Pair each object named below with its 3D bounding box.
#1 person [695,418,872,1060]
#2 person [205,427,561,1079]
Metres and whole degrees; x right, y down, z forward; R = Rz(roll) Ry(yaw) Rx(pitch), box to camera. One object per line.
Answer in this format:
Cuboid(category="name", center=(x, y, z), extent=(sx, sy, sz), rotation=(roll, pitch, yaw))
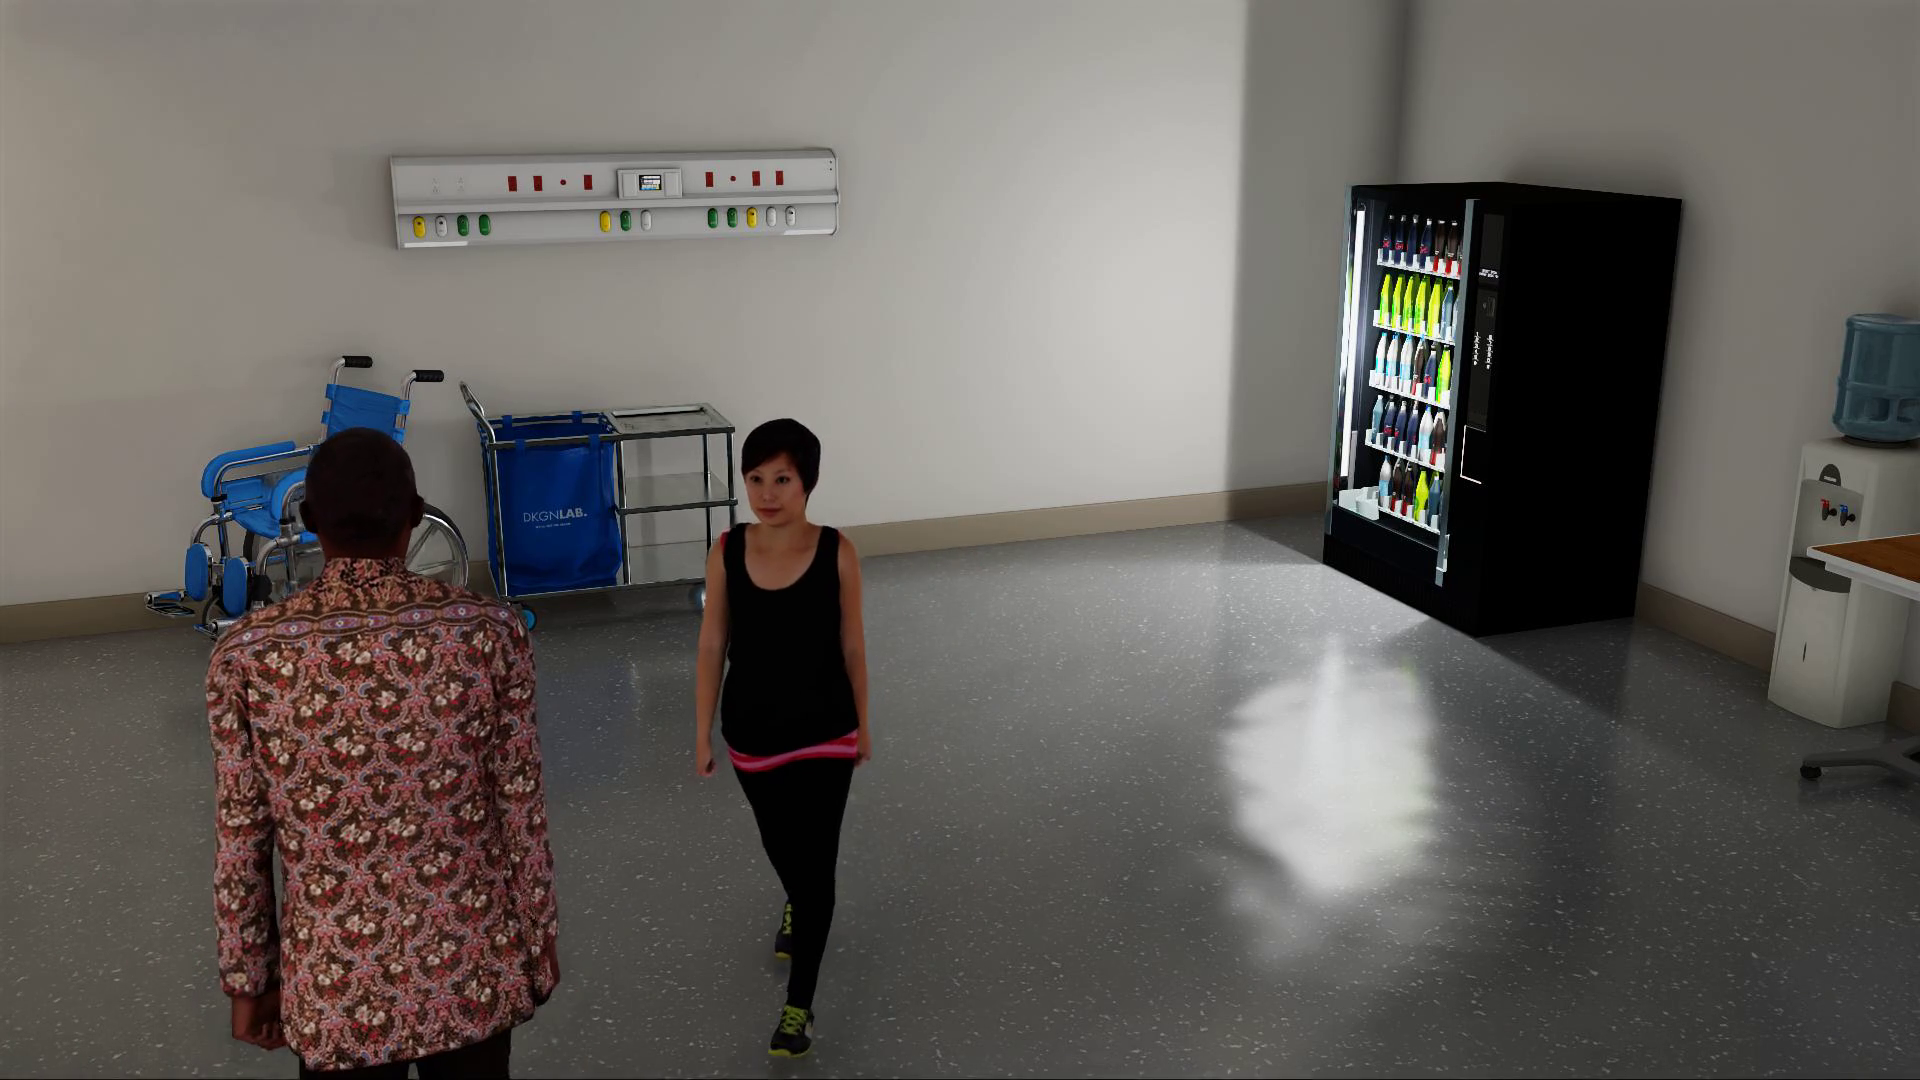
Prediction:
Cuboid(category="person", center=(-0.423, 0.449, 4.238), extent=(0.875, 1.514, 1.101), rotation=(2, 16, 7))
Cuboid(category="person", center=(-0.902, 0.735, 2.732), extent=(0.690, 1.781, 0.937), rotation=(-6, 17, -19))
